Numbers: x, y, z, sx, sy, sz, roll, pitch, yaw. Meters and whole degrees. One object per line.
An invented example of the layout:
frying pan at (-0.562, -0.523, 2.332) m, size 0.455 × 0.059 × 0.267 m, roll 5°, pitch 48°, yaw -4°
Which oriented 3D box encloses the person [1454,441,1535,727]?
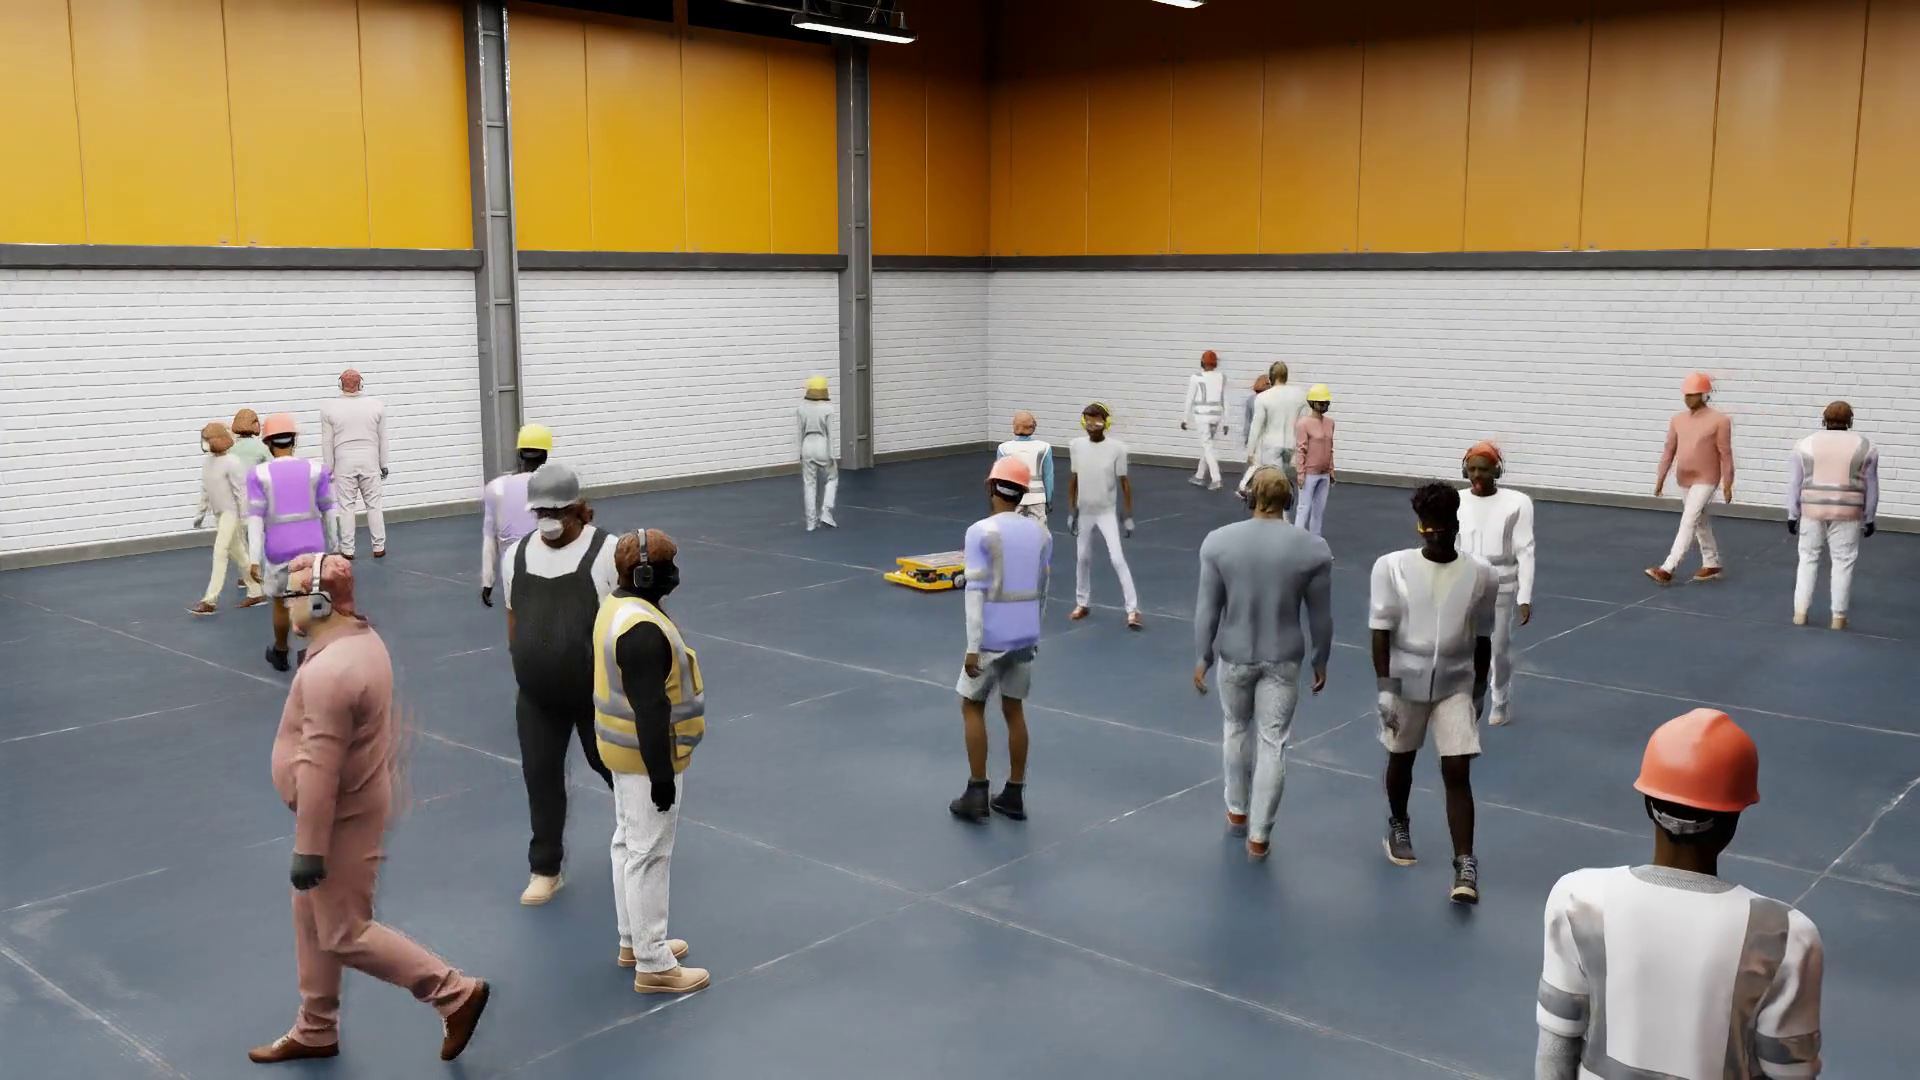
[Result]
person at (3.212, 0.309, 10.177) m, size 0.585 × 1.843 × 0.966 m, roll 4°, pitch 10°, yaw 25°

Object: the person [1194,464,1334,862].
person at (1.509, 0.572, 8.256) m, size 0.660 × 1.911 × 0.836 m, roll 2°, pitch 9°, yaw 12°

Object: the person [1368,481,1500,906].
person at (2.175, 0.679, 7.668) m, size 0.591 × 1.895 × 1.005 m, roll 1°, pitch 9°, yaw 8°

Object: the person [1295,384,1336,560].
person at (3.519, -0.653, 16.419) m, size 0.533 × 1.768 × 0.310 m, roll -7°, pitch 11°, yaw -38°

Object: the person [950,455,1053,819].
person at (0.233, 0.505, 8.758) m, size 0.596 × 1.887 × 0.511 m, roll -7°, pitch 11°, yaw -36°

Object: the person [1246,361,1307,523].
person at (3.425, -0.991, 18.155) m, size 0.646 × 1.923 × 0.733 m, roll -4°, pitch 10°, yaw -24°

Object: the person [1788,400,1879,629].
person at (6.998, -0.201, 13.355) m, size 0.633 × 1.843 × 0.429 m, roll 6°, pitch 11°, yaw 33°

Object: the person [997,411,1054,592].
person at (0.575, -0.320, 14.724) m, size 0.514 × 1.640 × 0.310 m, roll 0°, pitch 9°, yaw 2°

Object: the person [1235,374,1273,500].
person at (3.770, -1.290, 20.947) m, size 0.846 × 1.599 × 0.506 m, roll -6°, pitch 11°, yaw -34°

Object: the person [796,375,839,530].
person at (-1.585, -0.971, 18.537) m, size 0.493 × 1.732 × 0.423 m, roll 3°, pitch 9°, yaw 16°

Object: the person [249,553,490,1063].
person at (-2.124, 0.970, 5.880) m, size 0.777 × 1.881 × 0.655 m, roll -2°, pitch 9°, yaw -15°

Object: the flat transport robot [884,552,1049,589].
flat transport robot at (0.066, 0.250, 15.429) m, size 1.431 × 0.197 × 0.652 m, roll -7°, pitch 11°, yaw -36°

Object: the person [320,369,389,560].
person at (-6.033, -0.753, 16.610) m, size 0.642 × 1.908 × 0.410 m, roll -5°, pitch 10°, yaw -28°

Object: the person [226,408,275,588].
person at (-6.436, -0.377, 15.103) m, size 0.505 × 1.633 × 0.279 m, roll -1°, pitch 9°, yaw -5°

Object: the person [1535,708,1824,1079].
person at (1.516, 1.309, 3.560) m, size 0.551 × 1.936 × 0.356 m, roll 5°, pitch 10°, yaw 30°

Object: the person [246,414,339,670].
person at (-4.657, 0.059, 11.638) m, size 0.628 × 1.864 × 1.024 m, roll -6°, pitch 11°, yaw -33°

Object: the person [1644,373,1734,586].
person at (6.683, -0.551, 15.240) m, size 1.039 × 1.932 × 0.643 m, roll -4°, pitch 10°, yaw -25°

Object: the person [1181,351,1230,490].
person at (3.299, -1.594, 22.135) m, size 0.576 × 1.840 × 0.970 m, roll -4°, pitch 10°, yaw -25°

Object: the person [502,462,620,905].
person at (-1.776, 0.585, 7.786) m, size 0.714 × 2.000 × 0.935 m, roll 2°, pitch 9°, yaw 10°

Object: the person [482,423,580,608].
person at (-2.678, 0.204, 10.596) m, size 0.625 × 1.895 × 0.787 m, roll 0°, pitch 9°, yaw 2°

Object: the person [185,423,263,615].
person at (-6.244, -0.174, 13.943) m, size 0.507 × 1.599 × 0.810 m, roll 8°, pitch 12°, yaw 40°

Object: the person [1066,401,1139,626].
person at (1.179, -0.216, 13.488) m, size 0.671 × 1.837 × 0.470 m, roll 4°, pitch 10°, yaw 26°

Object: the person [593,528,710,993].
person at (-1.233, 0.866, 6.642) m, size 0.429 × 1.845 × 0.621 m, roll -4°, pitch 10°, yaw -21°
